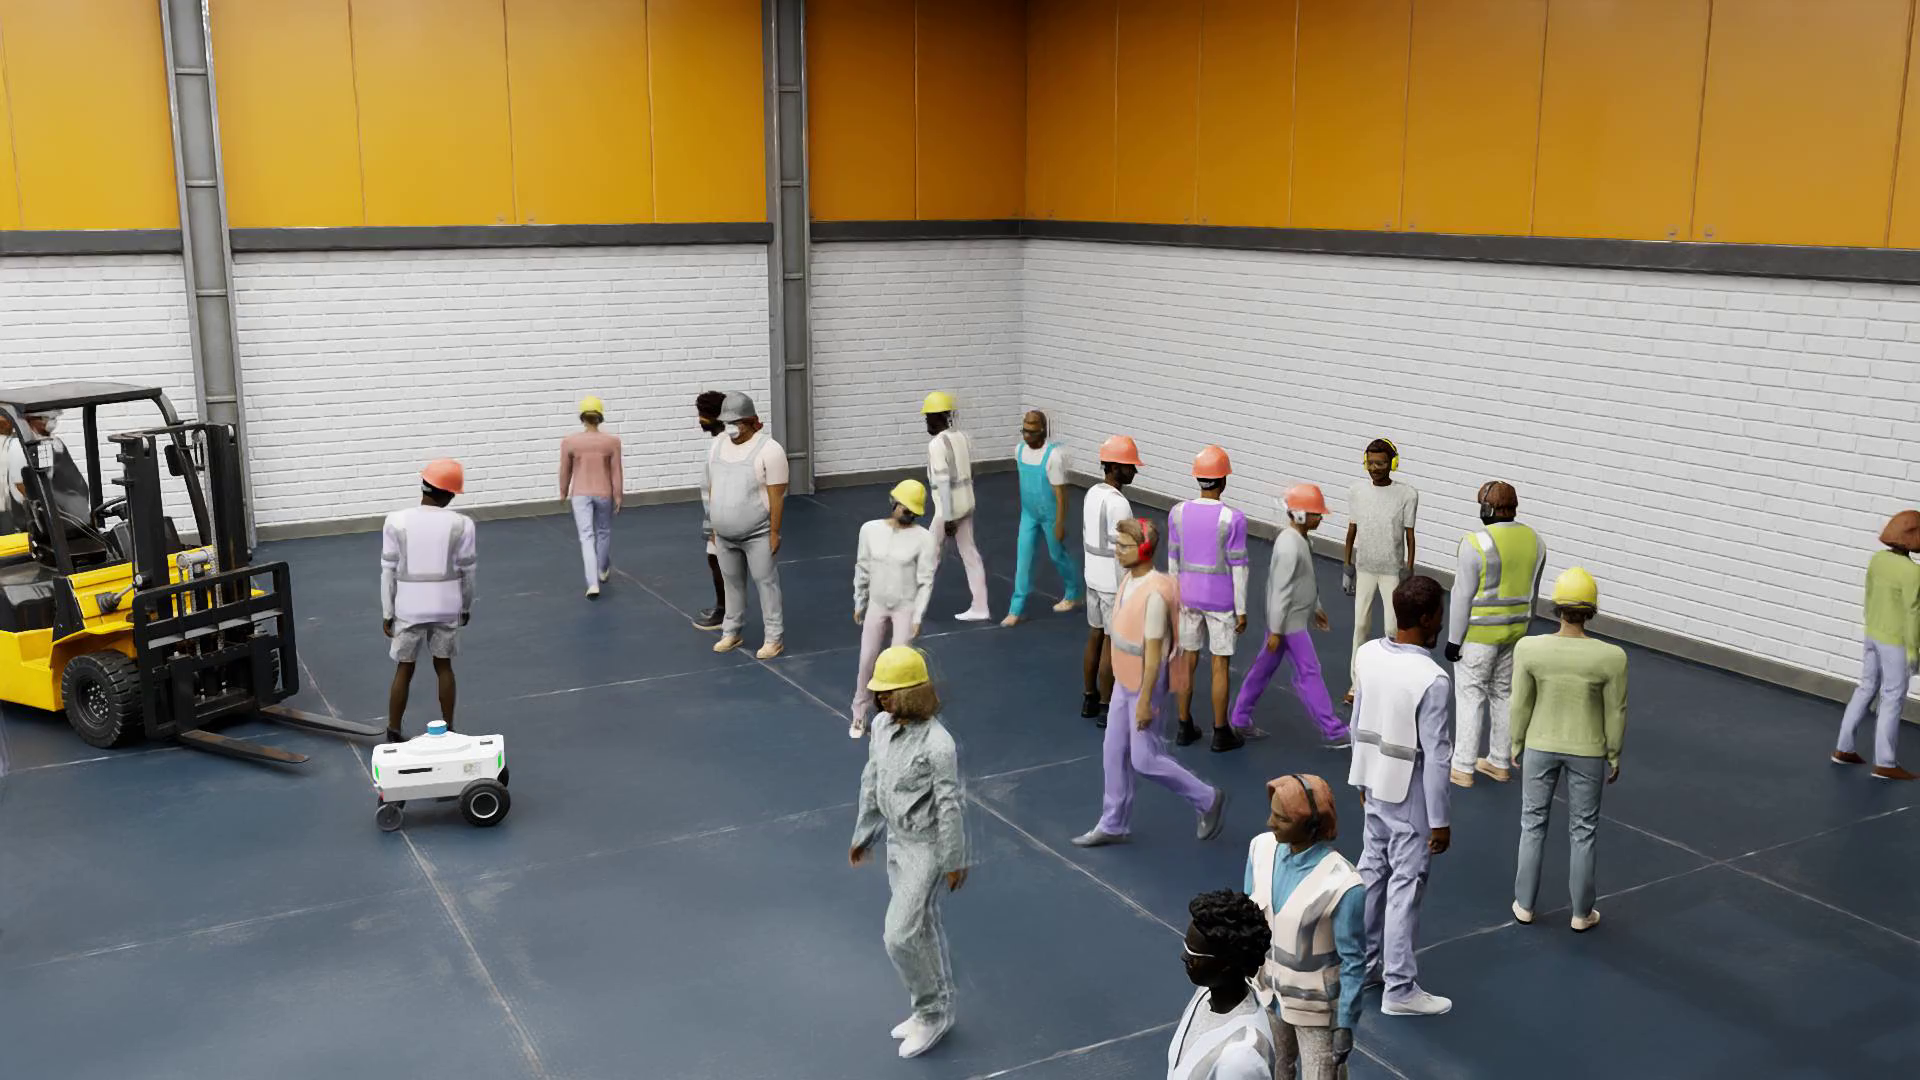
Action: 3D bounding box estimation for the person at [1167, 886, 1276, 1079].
[{"bbox_3d":[0.705,1.756,4.543,0.318,1.697,0.535,0,12,-2],"label":"person"}]

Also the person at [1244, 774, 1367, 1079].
[{"bbox_3d":[1.135,1.561,5.595,0.312,1.636,0.520,-8,15,-34],"label":"person"}]

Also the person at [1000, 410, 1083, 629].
[{"bbox_3d":[0.691,-0.205,13.591,0.538,1.784,0.967,10,15,38],"label":"person"}]

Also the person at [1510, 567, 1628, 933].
[{"bbox_3d":[2.880,0.999,7.921,0.525,1.772,0.300,5,13,24],"label":"person"}]

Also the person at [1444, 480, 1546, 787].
[{"bbox_3d":[3.144,0.556,9.866,0.638,1.830,0.429,-6,13,-27],"label":"person"}]

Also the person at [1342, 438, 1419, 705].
[{"bbox_3d":[2.854,0.229,11.333,0.505,1.859,0.331,7,14,30],"label":"person"}]

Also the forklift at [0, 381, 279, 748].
[{"bbox_3d":[-5.853,0.085,11.199,2.313,2.155,1.214,7,14,28],"label":"forklift"}]

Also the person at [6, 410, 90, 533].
[{"bbox_3d":[-7.039,-0.199,12.894,0.539,2.000,0.702,-3,12,-13],"label":"person"}]

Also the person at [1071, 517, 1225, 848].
[{"bbox_3d":[1.007,0.772,8.851,0.740,1.828,0.575,-3,12,-13],"label":"person"}]

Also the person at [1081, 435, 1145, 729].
[{"bbox_3d":[1.009,0.271,10.939,0.365,1.933,0.551,-4,13,-18],"label":"person"}]

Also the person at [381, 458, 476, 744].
[{"bbox_3d":[-3.303,0.431,10.342,0.611,1.882,0.390,-3,12,-15],"label":"person"}]

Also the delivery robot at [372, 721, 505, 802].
[{"bbox_3d":[-2.926,1.259,9.344,0.707,0.478,0.477,-3,13,-15],"label":"delivery robot"}]

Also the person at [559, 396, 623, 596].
[{"bbox_3d":[-3.220,-0.397,14.573,0.535,1.720,0.905,-3,13,-16],"label":"person"}]

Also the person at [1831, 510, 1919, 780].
[{"bbox_3d":[5.578,0.631,10.018,0.408,1.638,0.525,0,12,-2],"label":"person"}]

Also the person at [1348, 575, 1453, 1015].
[{"bbox_3d":[1.889,1.090,7.144,0.380,1.915,0.596,-5,13,-20],"label":"person"}]

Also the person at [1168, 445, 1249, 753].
[{"bbox_3d":[1.566,0.370,10.459,0.542,1.943,0.348,8,15,34],"label":"person"}]

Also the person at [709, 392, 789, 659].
[{"bbox_3d":[-1.638,-0.122,12.535,0.684,2.000,0.536,6,14,28],"label":"person"}]

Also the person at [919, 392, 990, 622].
[{"bbox_3d":[-0.167,-0.266,13.591,0.972,1.868,0.609,6,13,25],"label":"person"}]

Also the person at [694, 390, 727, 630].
[{"bbox_3d":[-1.939,-0.234,13.268,0.464,1.949,0.655,-1,12,-5],"label":"person"}]

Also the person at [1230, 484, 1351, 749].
[{"bbox_3d":[2.151,0.479,10.529,0.932,1.696,0.574,2,12,11],"label":"person"}]

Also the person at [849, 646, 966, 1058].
[{"bbox_3d":[-0.213,1.262,6.804,0.482,1.726,0.493,-7,14,-31],"label":"person"}]

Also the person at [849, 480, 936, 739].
[{"bbox_3d":[-0.432,0.450,10.640,0.578,1.717,0.344,4,13,18],"label":"person"}]
